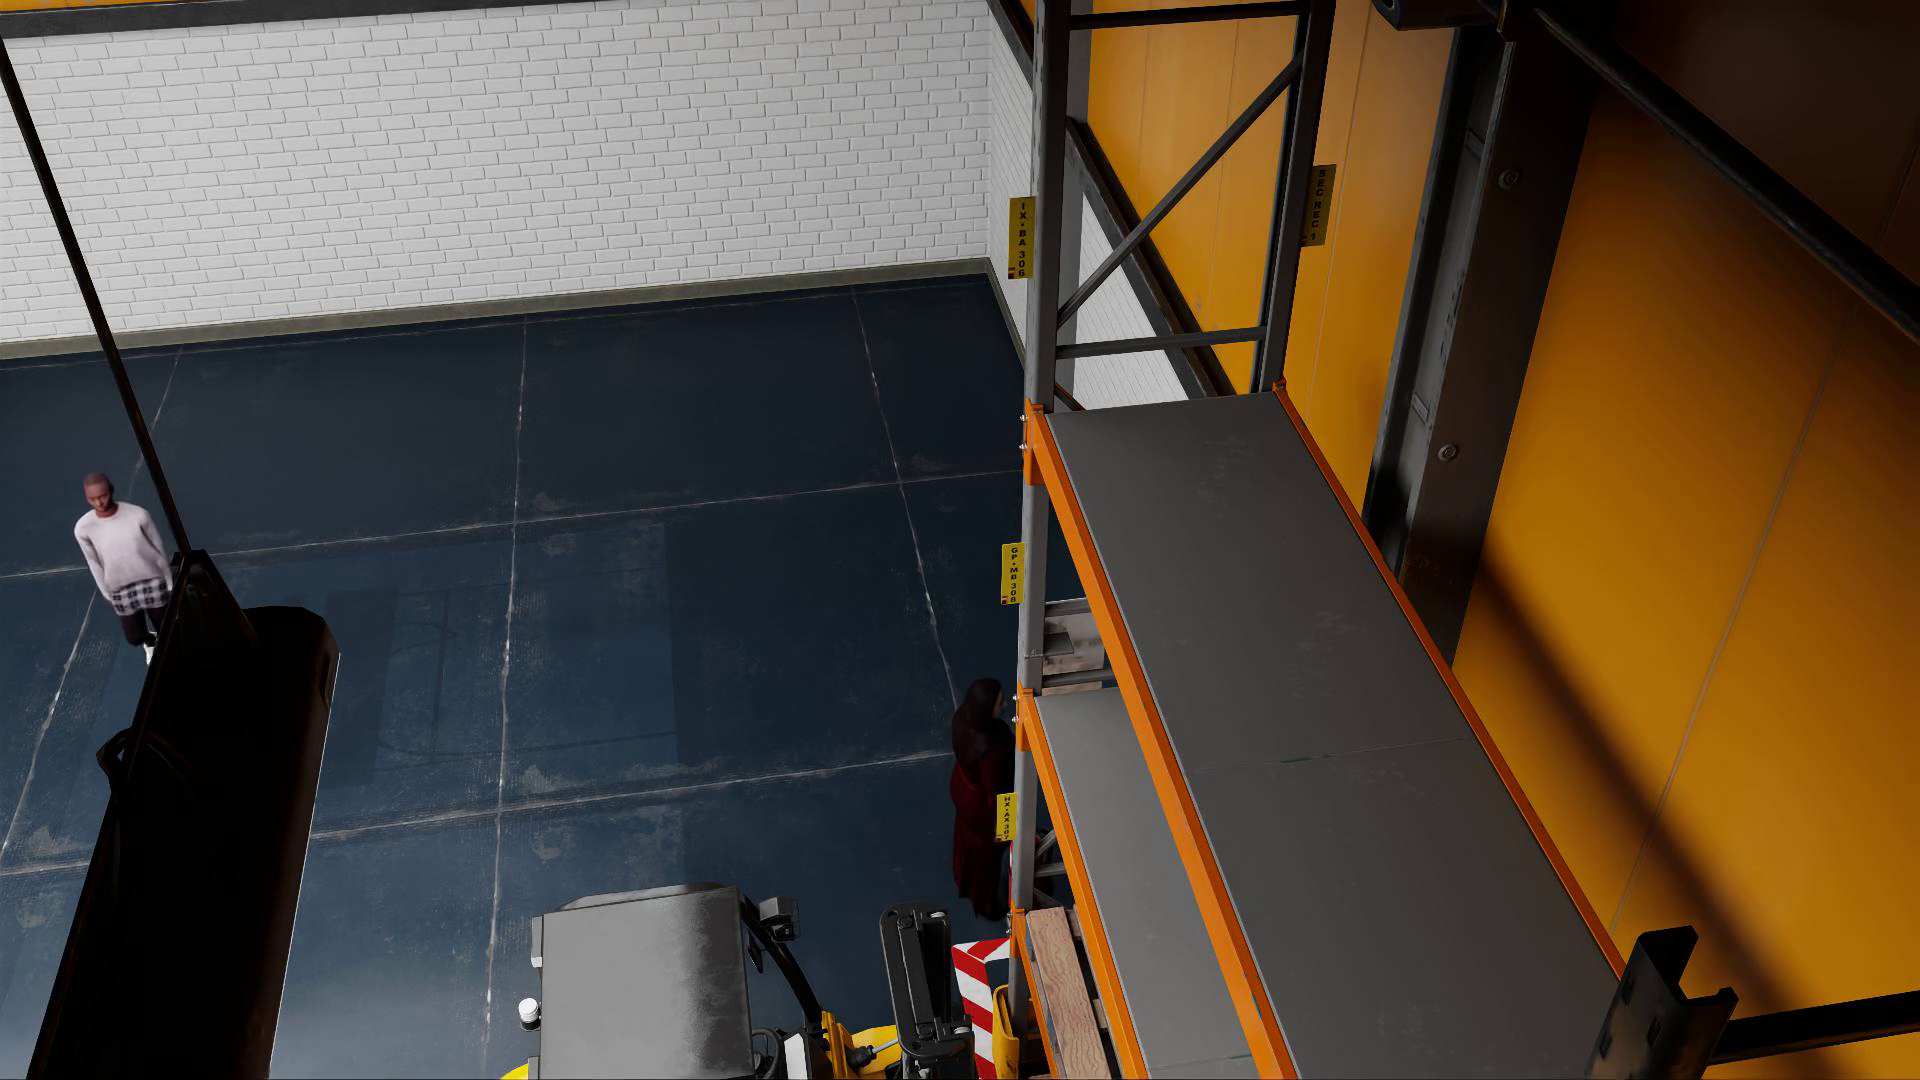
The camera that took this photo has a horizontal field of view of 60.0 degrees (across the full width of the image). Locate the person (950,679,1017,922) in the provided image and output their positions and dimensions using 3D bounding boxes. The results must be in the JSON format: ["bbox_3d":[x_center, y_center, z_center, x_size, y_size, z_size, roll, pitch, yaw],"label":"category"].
[{"bbox_3d":[0.114,1.458,9.405,0.772,1.756,0.614,-15,41,-18],"label":"person"}]

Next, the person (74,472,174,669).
[{"bbox_3d":[-5.403,0.238,10.927,0.736,1.763,0.824,-18,42,-21],"label":"person"}]
